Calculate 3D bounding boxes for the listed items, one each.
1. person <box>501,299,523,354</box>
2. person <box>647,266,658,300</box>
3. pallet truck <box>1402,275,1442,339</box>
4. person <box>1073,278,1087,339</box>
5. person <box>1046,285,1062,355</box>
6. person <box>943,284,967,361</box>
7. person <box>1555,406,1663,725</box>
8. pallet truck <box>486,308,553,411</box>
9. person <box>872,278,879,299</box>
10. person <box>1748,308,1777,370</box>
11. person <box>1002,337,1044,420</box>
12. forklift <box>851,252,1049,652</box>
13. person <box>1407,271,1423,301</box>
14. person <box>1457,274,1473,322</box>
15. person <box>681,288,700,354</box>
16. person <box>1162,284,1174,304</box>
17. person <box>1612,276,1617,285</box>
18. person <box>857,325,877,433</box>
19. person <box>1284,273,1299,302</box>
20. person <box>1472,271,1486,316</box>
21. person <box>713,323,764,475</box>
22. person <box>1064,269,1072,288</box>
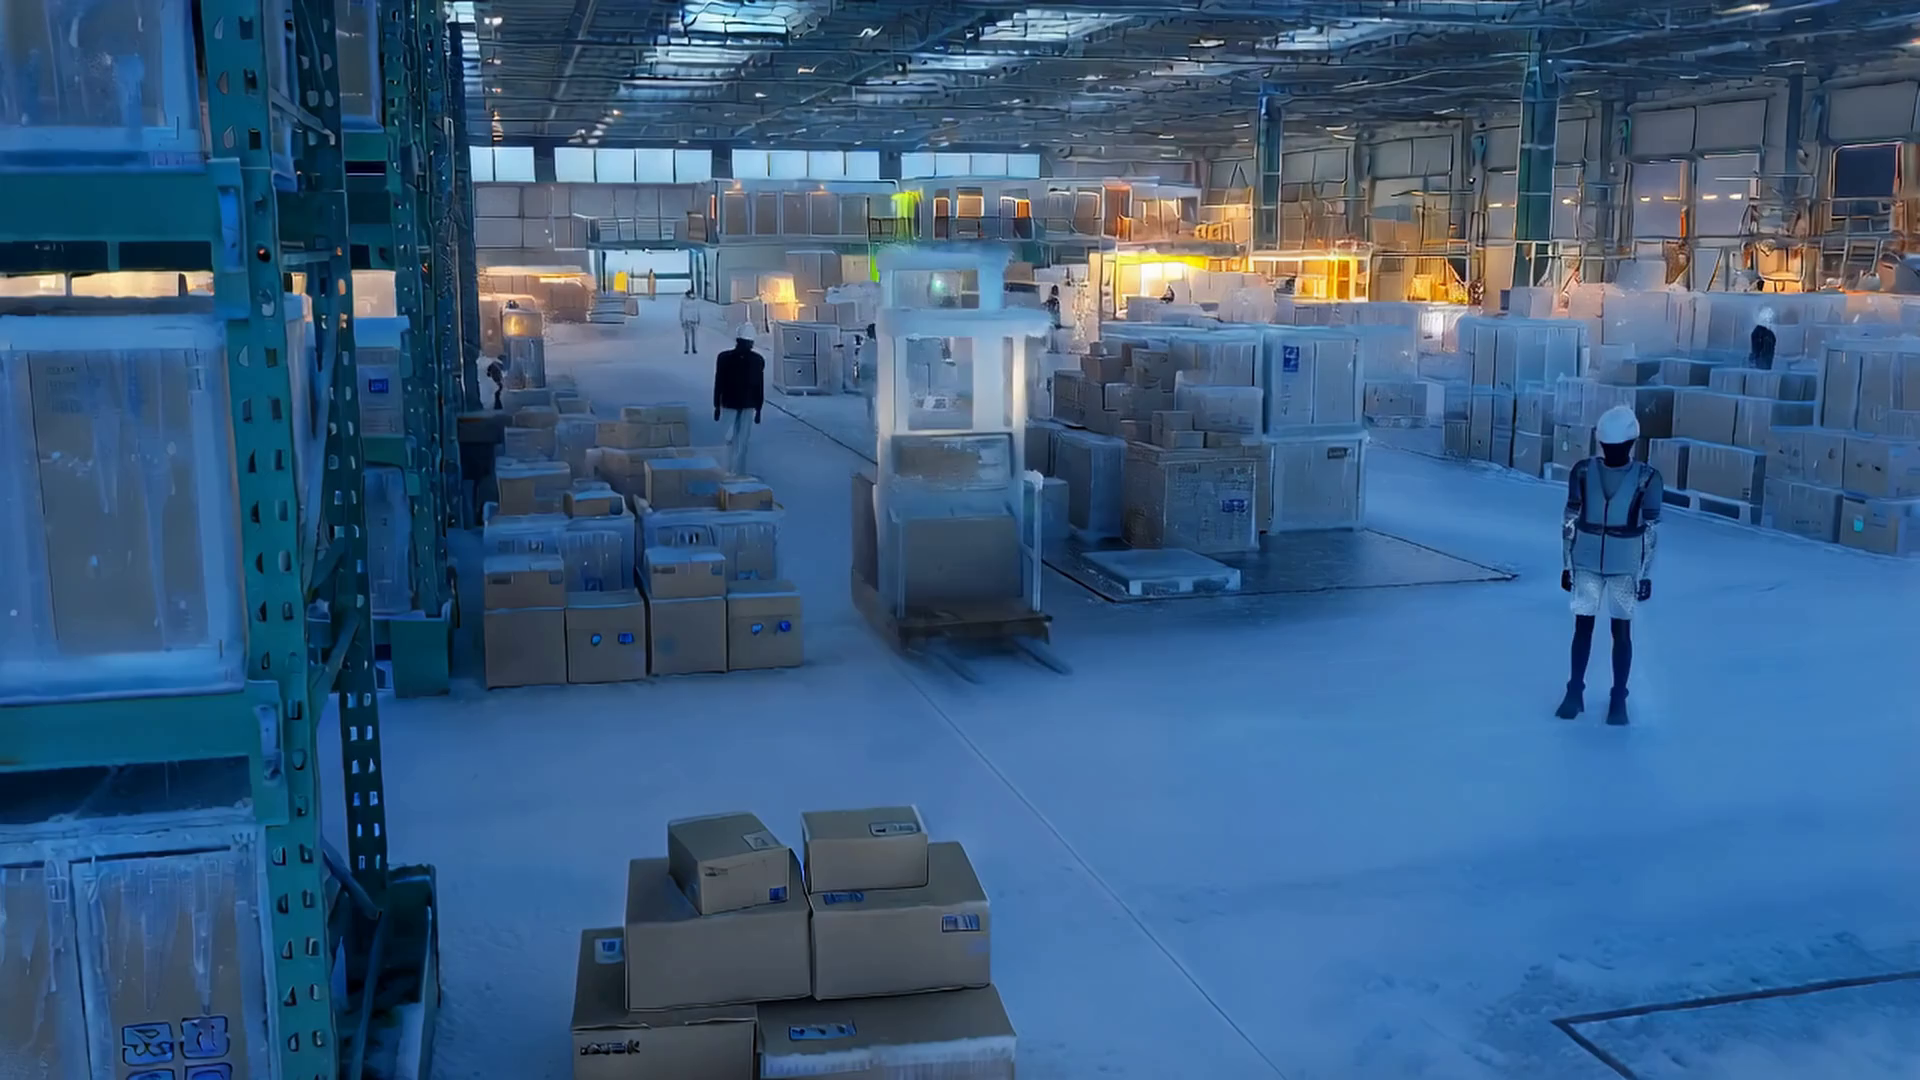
[{"bbox_3d":[-10.467,-4.806,38.894,0.514,1.641,0.315,-6,11,-29],"label":"person"},{"bbox_3d":[-16.414,-13.717,88.834,0.514,1.818,0.705,-1,10,-3],"label":"person"},{"bbox_3d":[14.620,-7.324,52.145,0.823,1.965,1.885,8,13,40],"label":"pallet truck"},{"bbox_3d":[3.766,-7.226,51.933,0.369,1.887,0.670,4,11,20],"label":"person"},{"bbox_3d":[2.495,-5.830,44.095,0.334,1.861,0.502,-8,13,-40],"label":"person"},{"bbox_3d":[-0.098,-5.467,41.872,0.631,1.918,0.845,-3,10,-14],"label":"person"},{"bbox_3d":[3.895,0.152,10.001,0.543,1.931,0.371,6,12,31],"label":"person"},{"bbox_3d":[-6.242,-2.418,24.362,0.823,1.965,1.885,1,10,3],"label":"pallet truck"},{"bbox_3d":[-3.007,-8.456,59.274,0.295,1.744,0.484,0,10,1],"label":"person"},{"bbox_3d":[12.252,-2.577,25.426,0.359,1.939,0.635,9,13,41],"label":"person"},{"bbox_3d":[0.899,-2.340,24.088,0.627,1.940,0.372,4,11,22],"label":"person"},{"bbox_3d":[-0.146,-0.750,12.418,1.129,2.768,1.873,-3,10,-15],"label":"forklift"},{"bbox_3d":[19.411,-10.556,71.001,0.660,1.796,0.931,2,10,13],"label":"person"},{"bbox_3d":[19.096,-9.111,62.722,0.520,1.840,0.806,-6,12,-30],"label":"person"},{"bbox_3d":[-7.204,-5.852,44.493,0.522,1.760,0.330,-7,12,-33],"label":"person"},{"bbox_3d":[5.528,-5.732,43.459,0.575,1.881,0.356,7,12,33],"label":"person"},{"bbox_3d":[19.159,-6.707,48.526,0.688,2.000,0.536,-3,10,-14],"label":"person"},{"bbox_3d":[-1.319,-2.497,25.780,0.536,1.656,0.815,-1,10,-6],"label":"person"},{"bbox_3d":[13.783,-10.273,69.505,0.634,1.785,0.938,8,13,37],"label":"person"},{"bbox_3d":[20.703,-9.767,66.271,0.639,1.892,0.620,-4,11,-22],"label":"person"},{"bbox_3d":[-2.652,-1.614,19.895,0.645,1.967,0.594,-3,11,-18],"label":"person"},{"bbox_3d":[4.367,-10.301,69.251,0.588,1.913,0.376,-1,10,-4],"label":"person"}]
